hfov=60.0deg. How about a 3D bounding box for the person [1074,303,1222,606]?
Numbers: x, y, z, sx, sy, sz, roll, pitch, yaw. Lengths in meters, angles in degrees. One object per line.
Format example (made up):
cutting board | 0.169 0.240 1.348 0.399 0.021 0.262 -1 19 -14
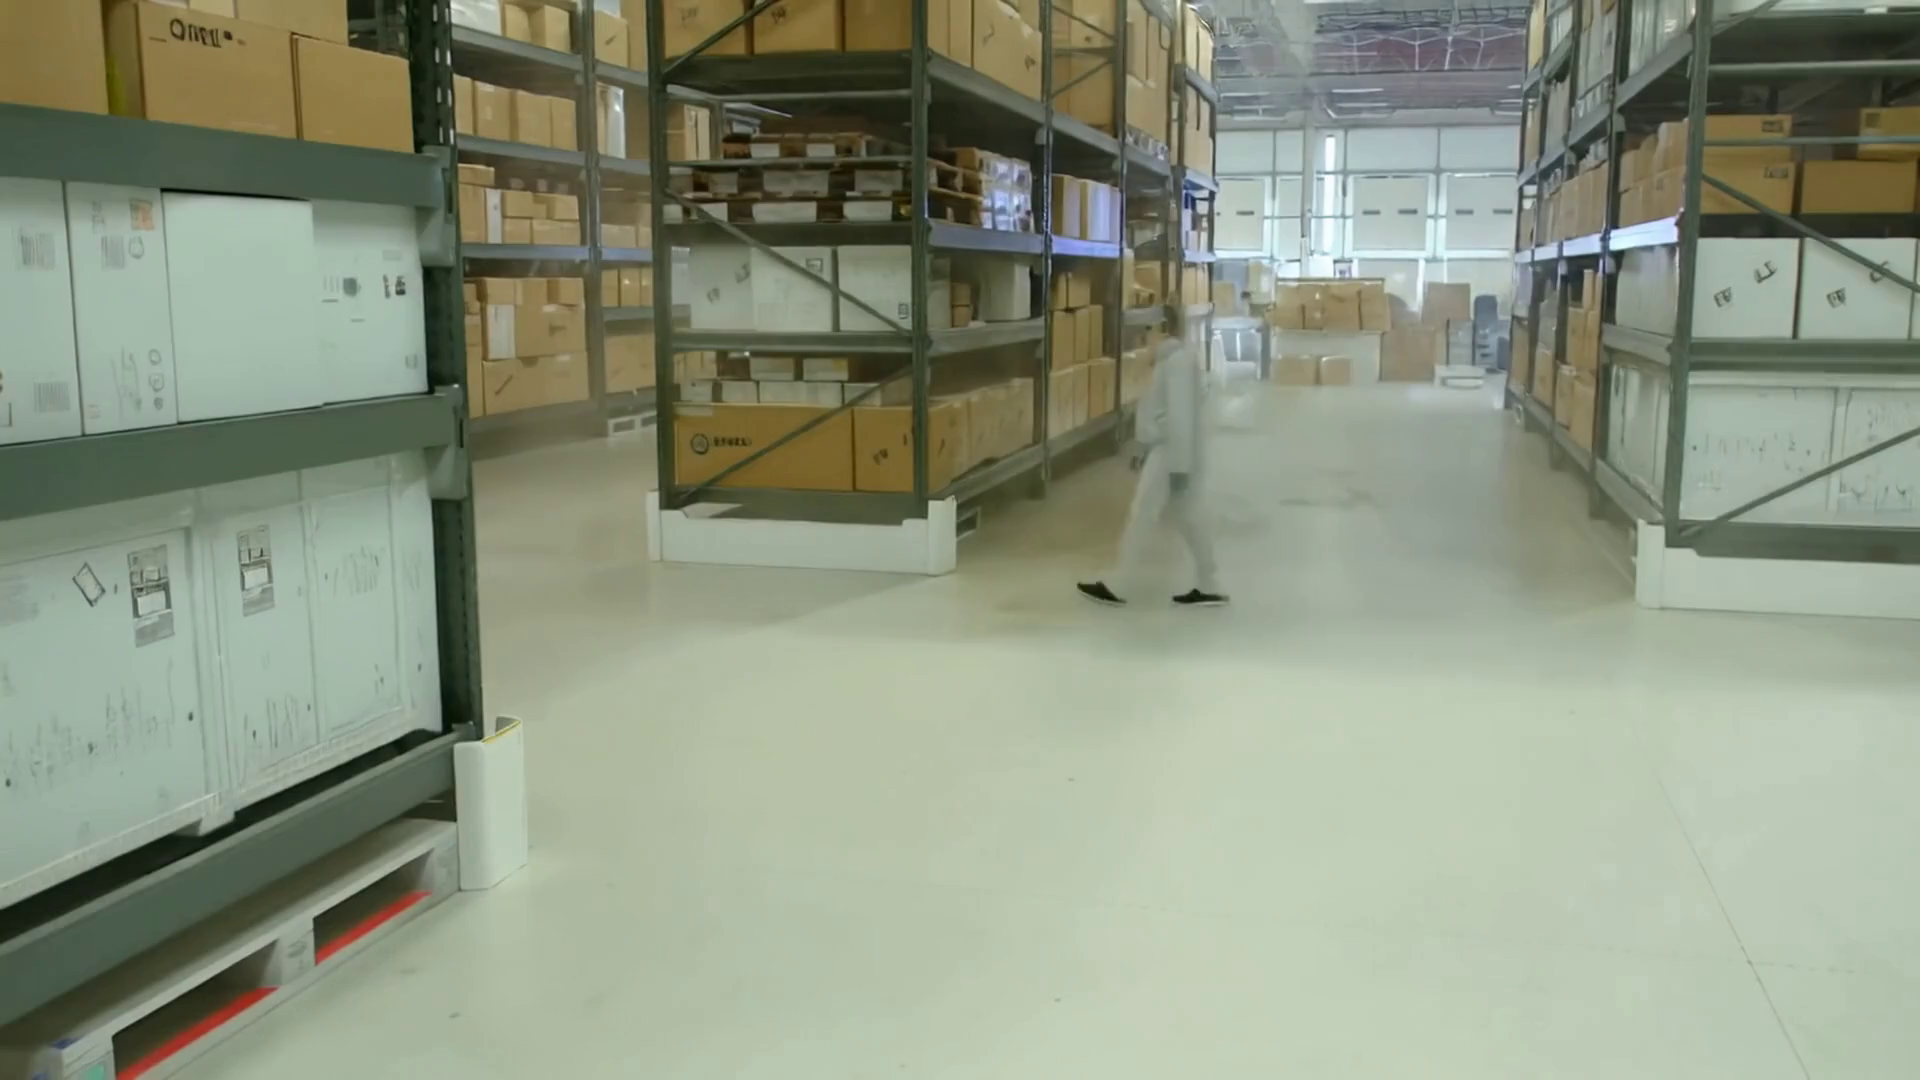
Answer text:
person | 1.186 -0.507 10.229 0.957 1.864 0.667 2 9 15

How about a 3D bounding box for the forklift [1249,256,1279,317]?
forklift | 11.325 -9.117 61.693 1.129 2.768 1.873 2 9 15

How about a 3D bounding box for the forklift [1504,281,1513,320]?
forklift | 15.538 -6.564 45.477 1.129 2.768 1.873 2 9 11

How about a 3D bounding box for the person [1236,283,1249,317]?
person | 8.947 -7.162 52.461 1.057 1.891 0.625 0 9 3

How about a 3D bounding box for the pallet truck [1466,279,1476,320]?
pallet truck | 18.896 -8.459 60.307 1.885 1.965 0.823 5 10 31
